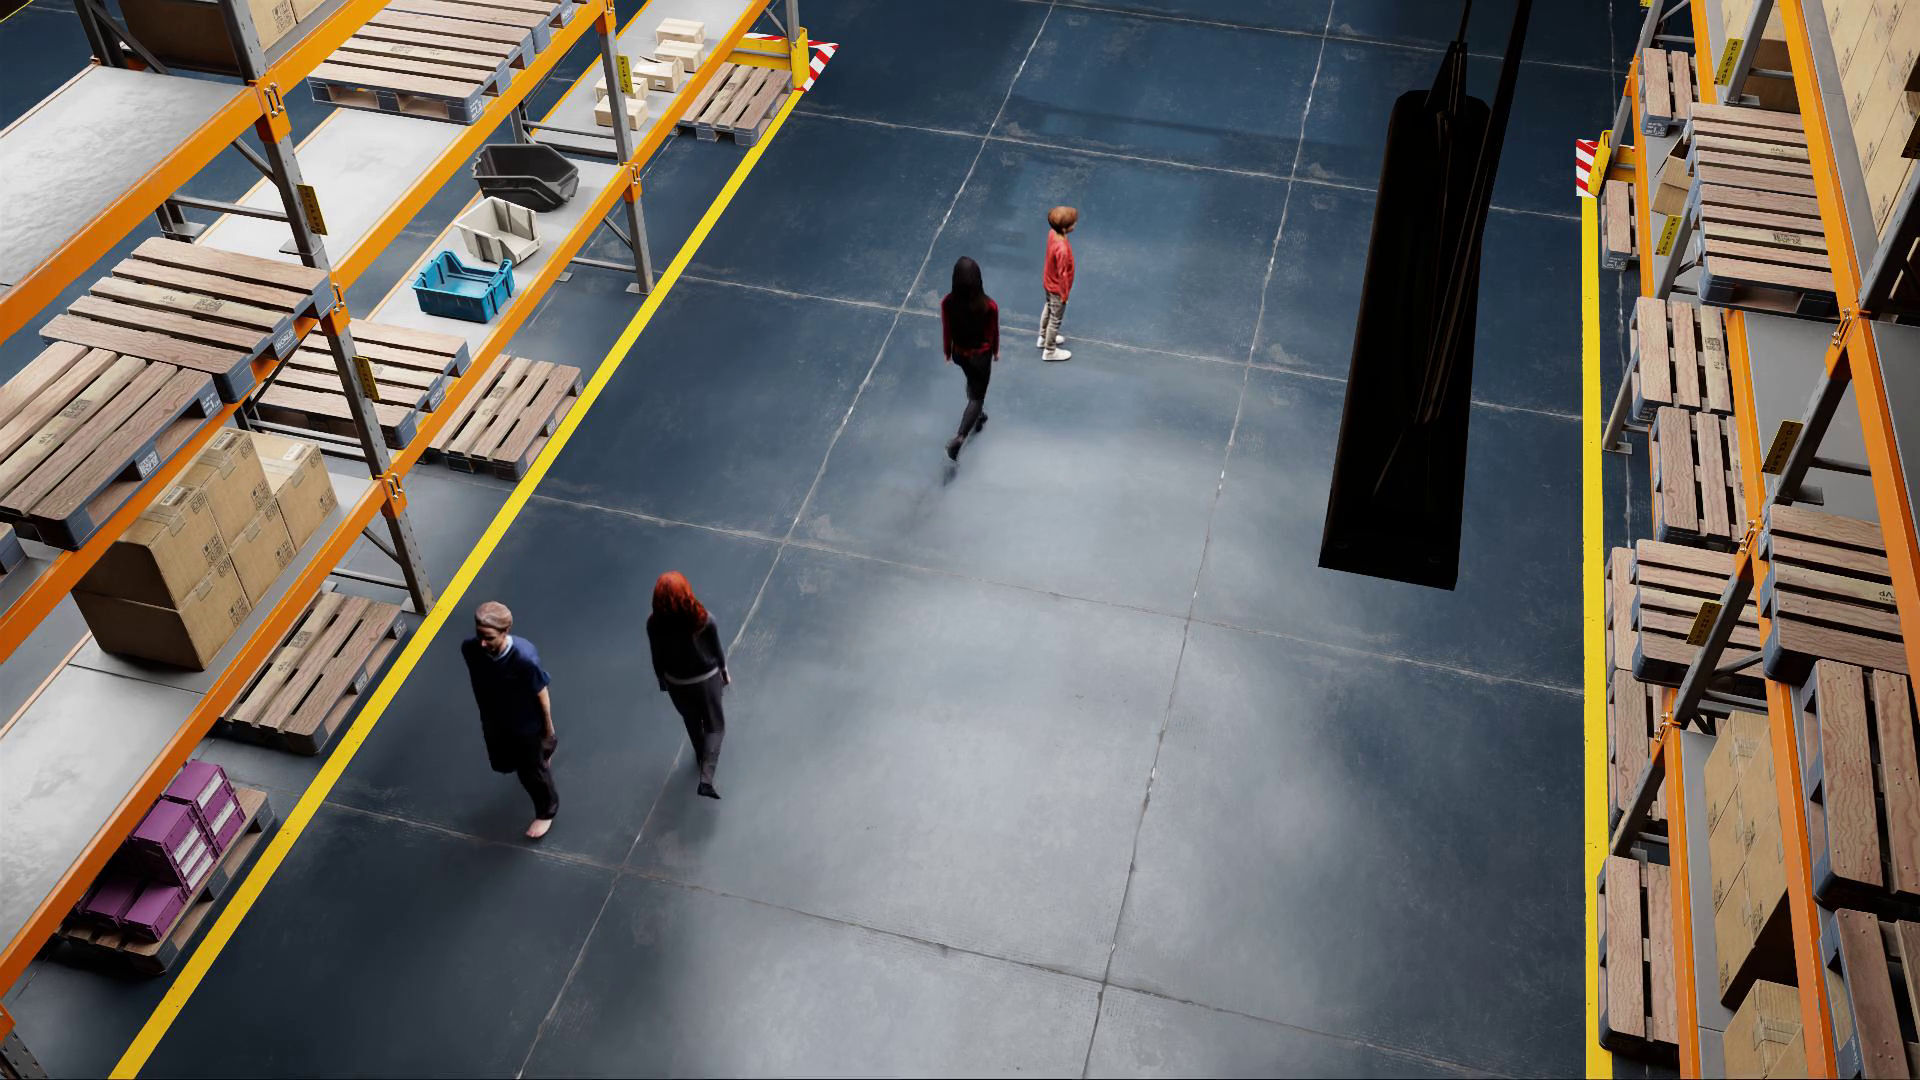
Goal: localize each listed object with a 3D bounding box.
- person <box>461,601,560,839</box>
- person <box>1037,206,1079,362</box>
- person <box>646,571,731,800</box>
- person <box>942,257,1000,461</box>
[{"bbox_3d":[-2.602,0.984,9.874,0.708,1.855,0.840,15,46,15],"label":"person"},{"bbox_3d":[0.770,-2.081,13.412,0.646,1.413,0.540,-9,44,-9],"label":"person"},{"bbox_3d":[-1.613,0.901,10.028,0.729,1.763,0.972,1,44,1],"label":"person"},{"bbox_3d":[0.068,-1.318,12.457,0.666,1.626,1.034,17,46,17],"label":"person"}]
